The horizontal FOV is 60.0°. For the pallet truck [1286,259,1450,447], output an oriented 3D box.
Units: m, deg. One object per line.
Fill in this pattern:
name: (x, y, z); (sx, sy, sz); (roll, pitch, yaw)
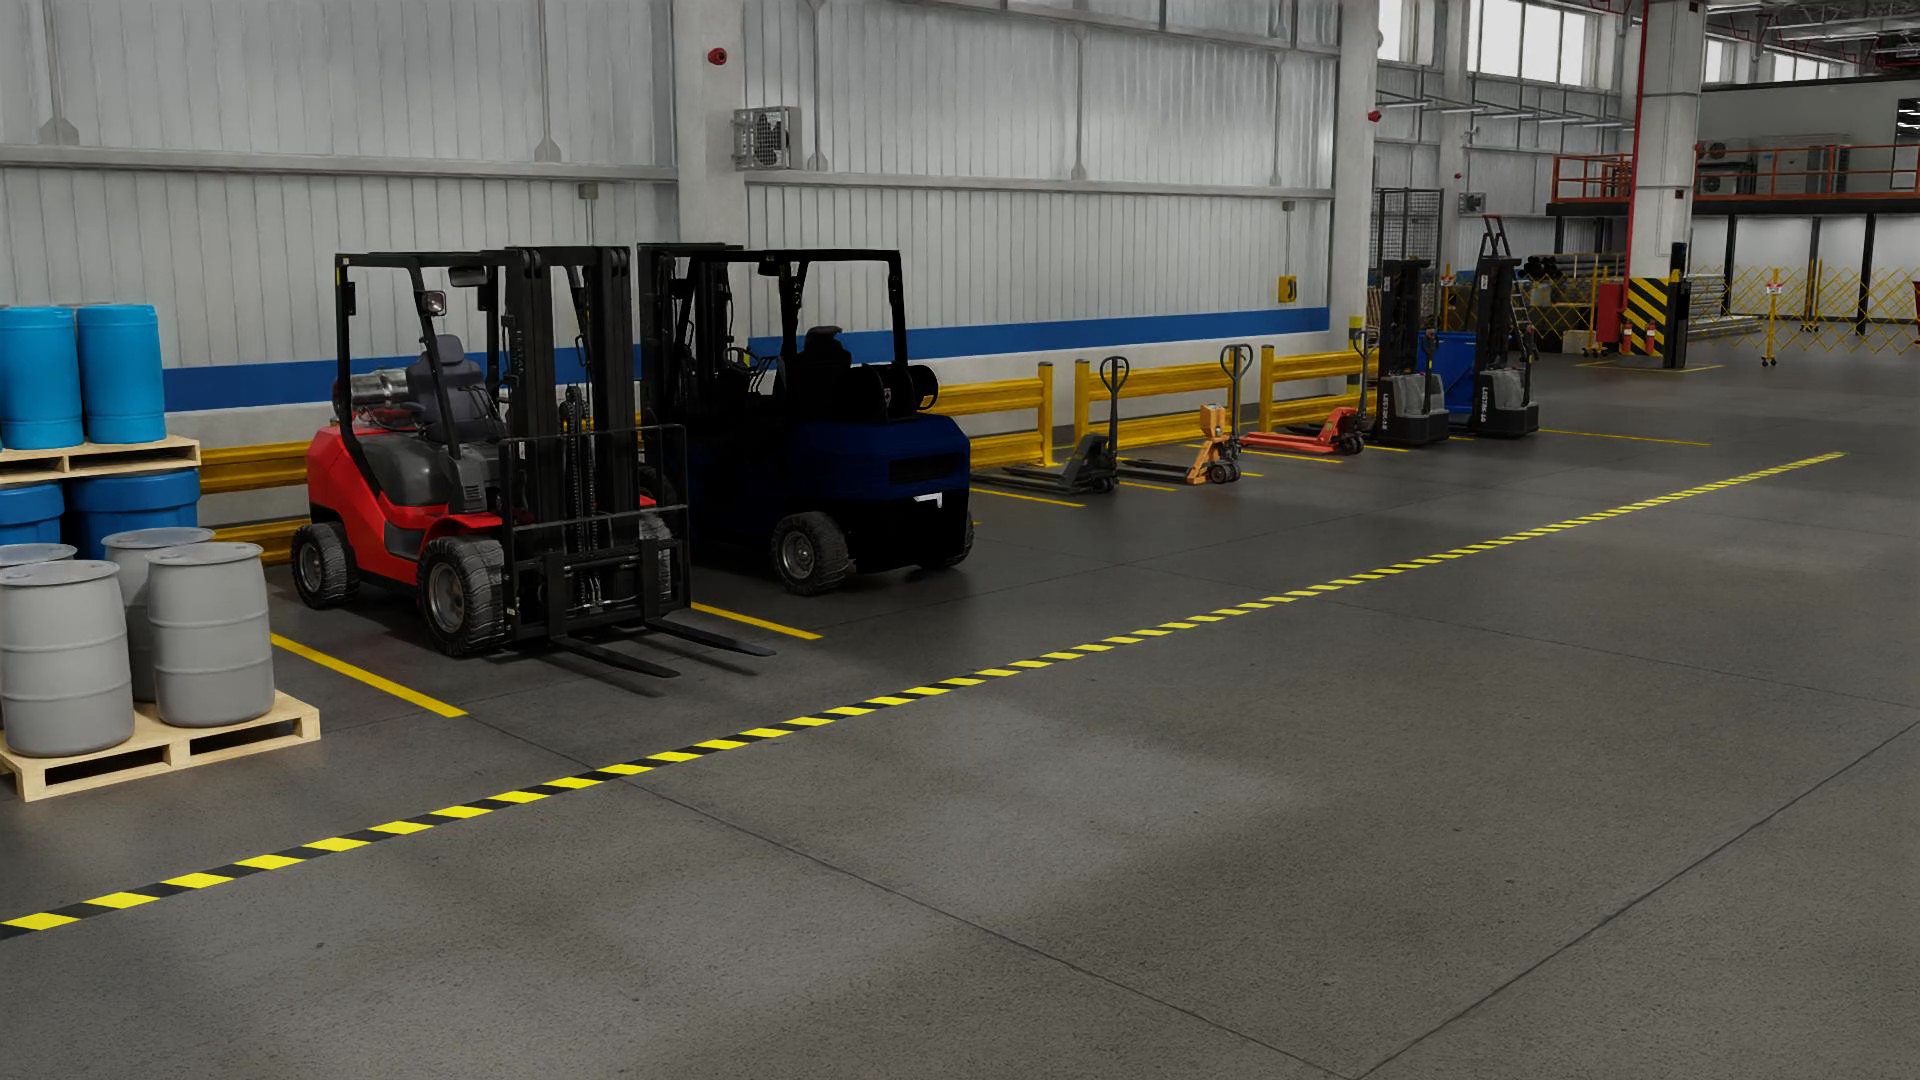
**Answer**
pallet truck: (4.493, -2.078, 18.196); (0.823, 1.965, 1.885); (-9, 14, -40)

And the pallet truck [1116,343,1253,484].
pallet truck: (1.962, -1.215, 15.415); (1.522, 1.261, 0.704); (10, 14, 43)

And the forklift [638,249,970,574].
forklift: (-1.173, -0.958, 11.239); (2.680, 1.987, 1.157); (10, 14, 43)

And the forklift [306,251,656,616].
forklift: (-2.833, -0.669, 9.694); (1.157, 1.987, 2.680); (-10, 14, -44)

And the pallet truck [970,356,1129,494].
pallet truck: (0.784, -1.085, 14.876); (0.680, 1.201, 1.601); (-10, 14, -44)

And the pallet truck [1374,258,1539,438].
pallet truck: (5.704, -2.208, 18.901); (1.885, 1.965, 0.823); (10, 14, 43)

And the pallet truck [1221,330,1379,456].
pallet truck: (3.563, -1.581, 17.381); (0.653, 1.274, 1.630); (-10, 14, -44)
